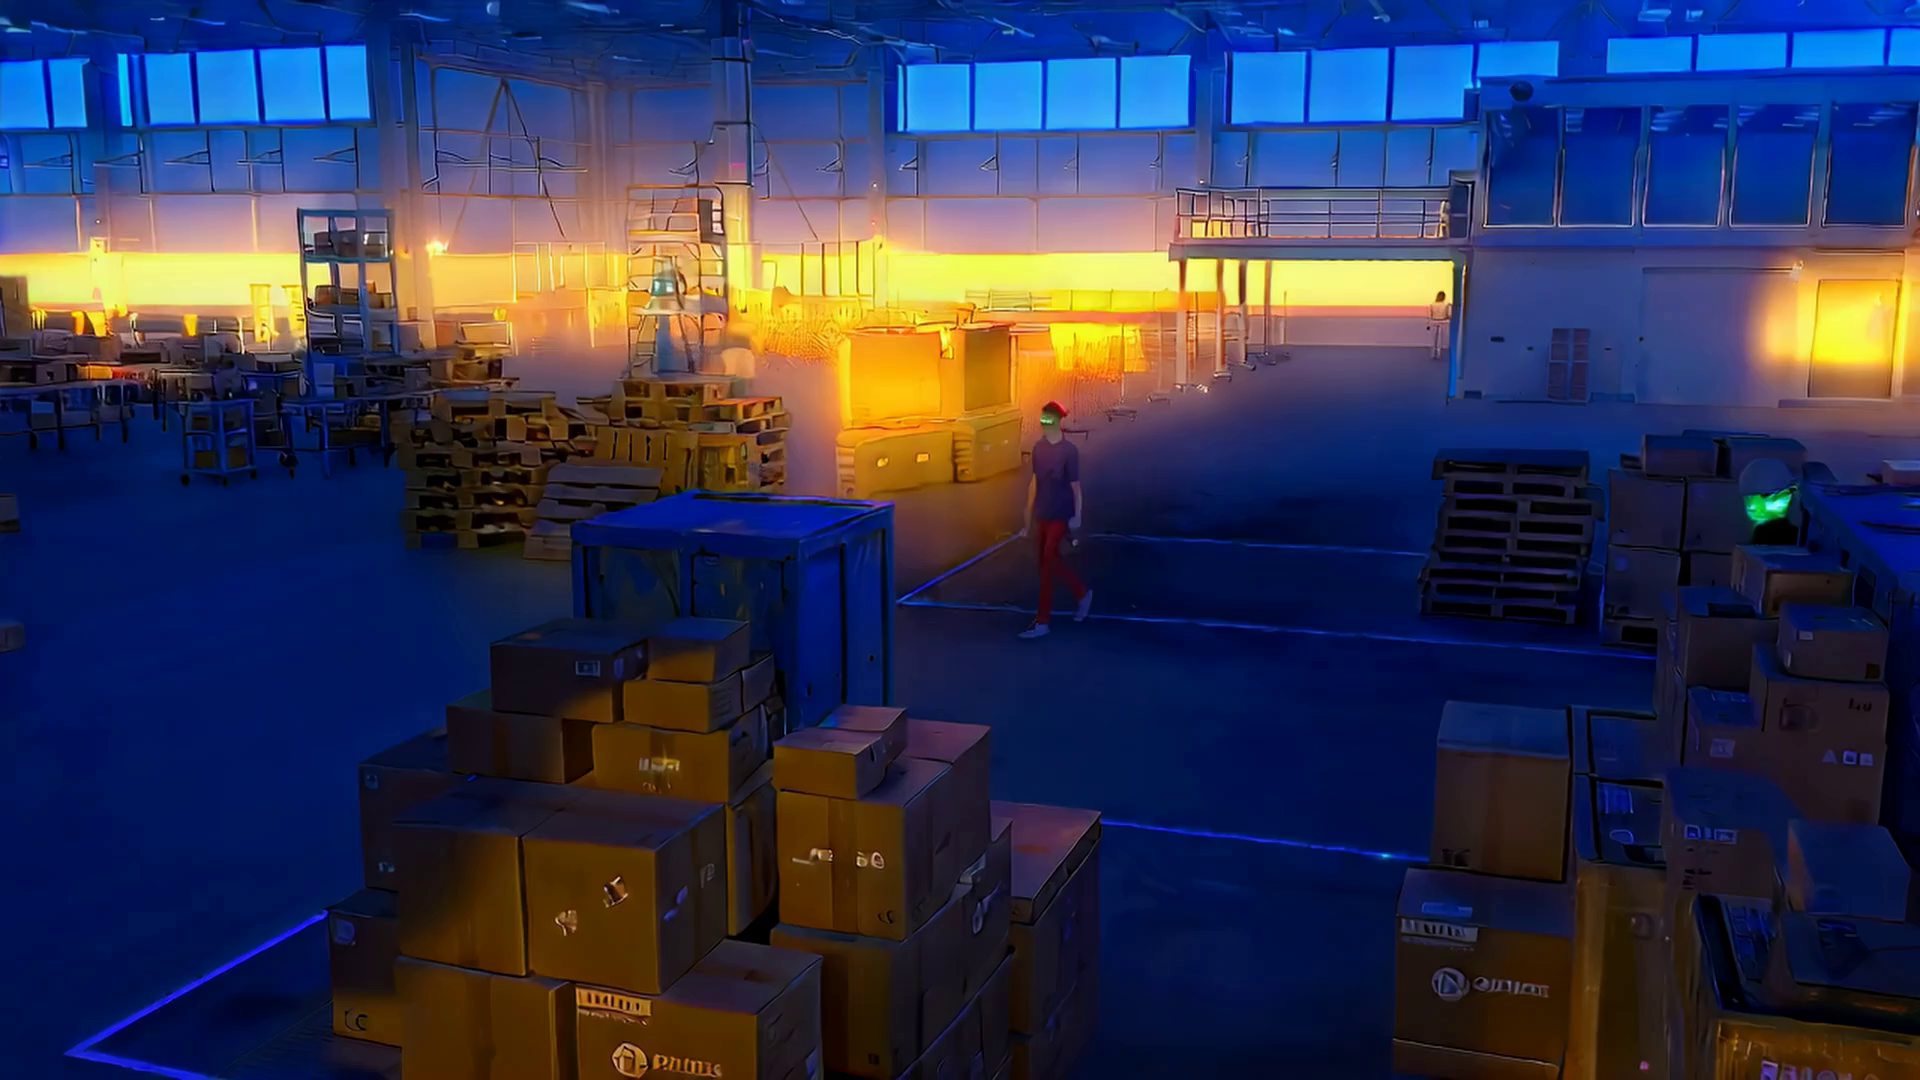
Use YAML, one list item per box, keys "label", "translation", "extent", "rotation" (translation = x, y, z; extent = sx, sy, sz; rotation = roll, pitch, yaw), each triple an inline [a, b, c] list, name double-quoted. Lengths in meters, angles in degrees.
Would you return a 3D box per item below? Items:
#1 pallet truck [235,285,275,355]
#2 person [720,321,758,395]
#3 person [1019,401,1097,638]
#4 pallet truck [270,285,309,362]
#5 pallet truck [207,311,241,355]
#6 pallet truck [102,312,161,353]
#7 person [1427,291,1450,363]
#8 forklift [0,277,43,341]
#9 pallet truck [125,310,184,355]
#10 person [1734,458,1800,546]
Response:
- label: "pallet truck"
  translation: [-18.327, -5.835, 44.421]
  extent: [0.823, 1.965, 1.885]
  rotation: [4, 11, 23]
- label: "person"
  translation: [-2.933, -1.919, 22.288]
  extent: [0.629, 2.023, 0.451]
  rotation: [9, 14, 42]
- label: "person"
  translation: [0.776, -0.184, 13.059]
  extent: [0.838, 1.842, 0.519]
  rotation: [-7, 12, -36]
- label: "pallet truck"
  translation: [-17.147, -5.700, 43.663]
  extent: [0.823, 1.965, 1.885]
  rotation: [3, 11, 17]
- label: "pallet truck"
  translation: [-19.537, -5.575, 44.913]
  extent: [0.653, 1.274, 1.630]
  rotation: [3, 11, 19]
- label: "pallet truck"
  translation: [-23.057, -5.777, 46.261]
  extent: [0.680, 1.201, 1.601]
  rotation: [3, 11, 19]
- label: "person"
  translation: [12.417, -5.547, 43.231]
  extent: [0.567, 1.850, 0.947]
  rotation: [3, 10, 15]
- label: "forklift"
  translation: [-27.151, -6.329, 46.328]
  extent: [1.157, 1.987, 2.680]
  rotation: [3, 11, 17]
- label: "pallet truck"
  translation: [-22.038, -5.665, 45.457]
  extent: [0.704, 1.261, 1.522]
  rotation: [3, 11, 17]
- label: "person"
  translation: [3.993, 0.583, 8.302]
  extent: [0.610, 1.989, 0.392]
  rotation: [-9, 14, -42]
